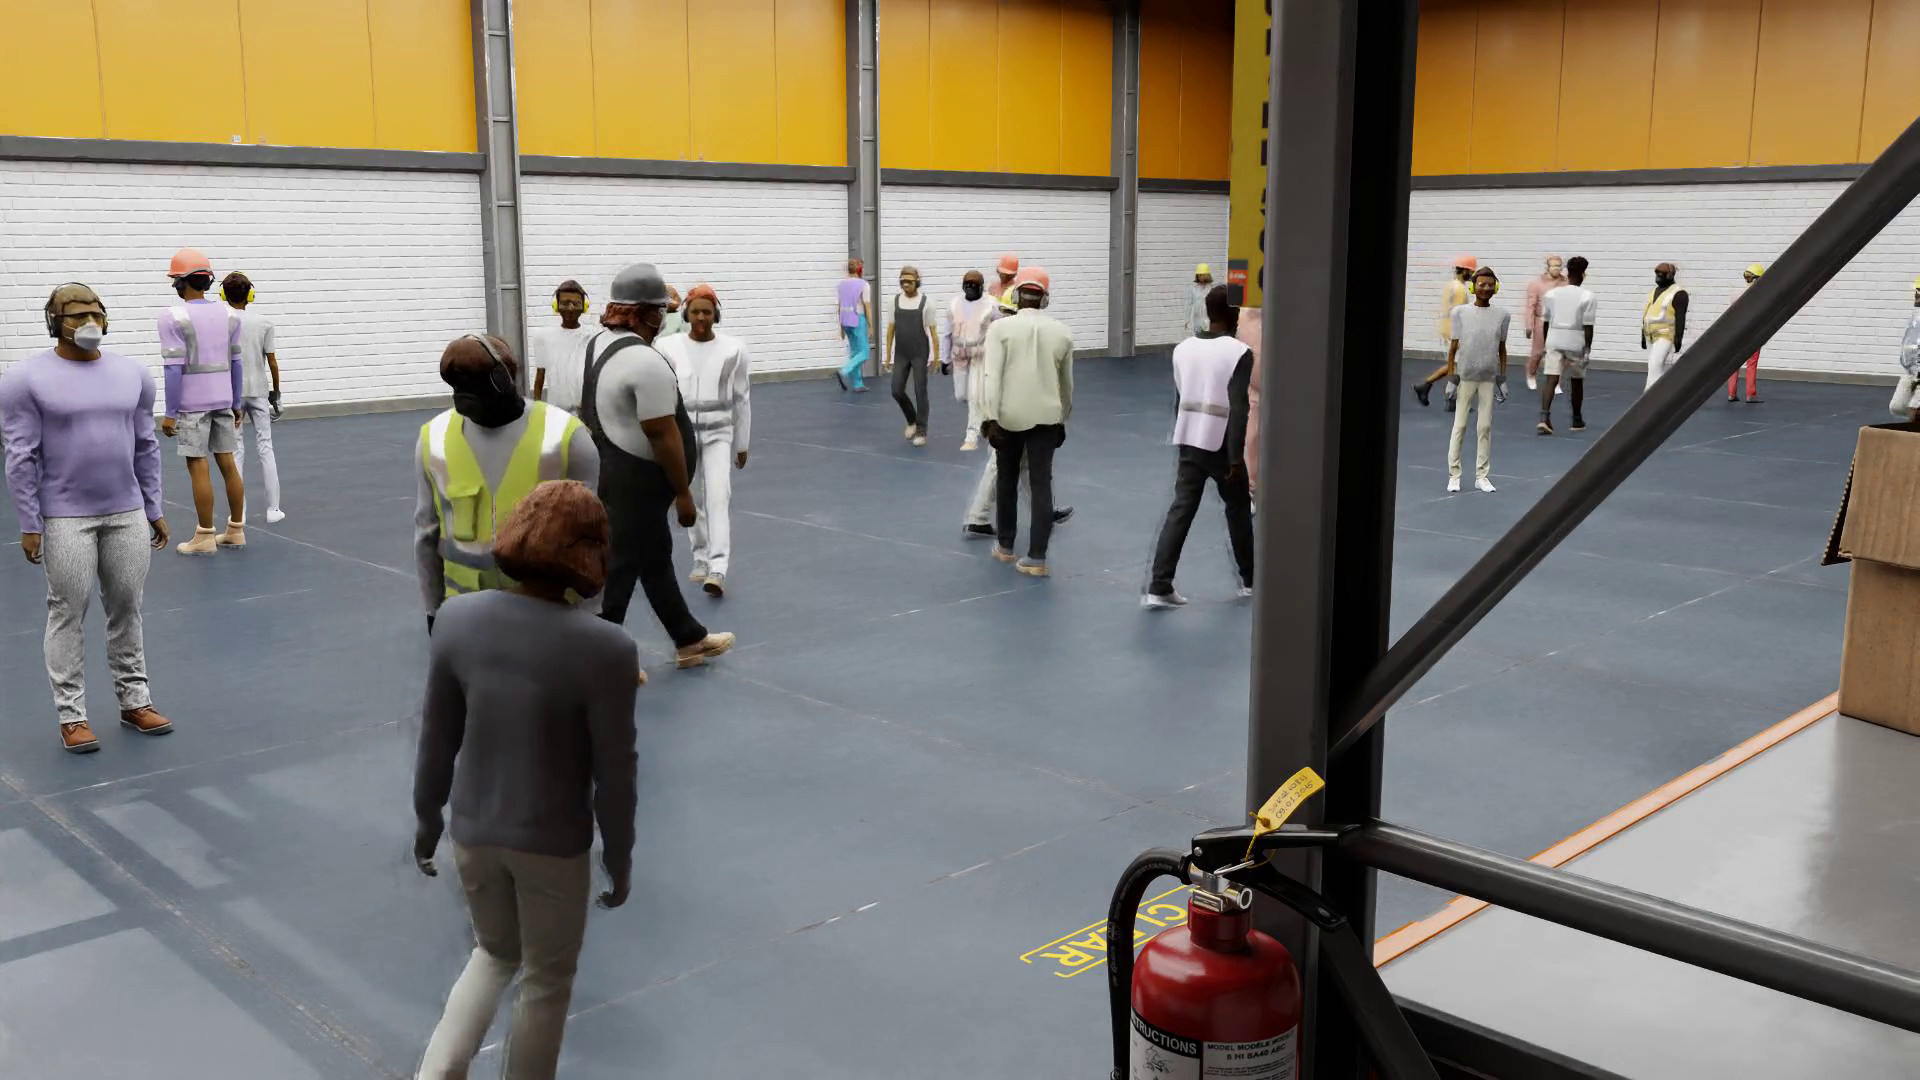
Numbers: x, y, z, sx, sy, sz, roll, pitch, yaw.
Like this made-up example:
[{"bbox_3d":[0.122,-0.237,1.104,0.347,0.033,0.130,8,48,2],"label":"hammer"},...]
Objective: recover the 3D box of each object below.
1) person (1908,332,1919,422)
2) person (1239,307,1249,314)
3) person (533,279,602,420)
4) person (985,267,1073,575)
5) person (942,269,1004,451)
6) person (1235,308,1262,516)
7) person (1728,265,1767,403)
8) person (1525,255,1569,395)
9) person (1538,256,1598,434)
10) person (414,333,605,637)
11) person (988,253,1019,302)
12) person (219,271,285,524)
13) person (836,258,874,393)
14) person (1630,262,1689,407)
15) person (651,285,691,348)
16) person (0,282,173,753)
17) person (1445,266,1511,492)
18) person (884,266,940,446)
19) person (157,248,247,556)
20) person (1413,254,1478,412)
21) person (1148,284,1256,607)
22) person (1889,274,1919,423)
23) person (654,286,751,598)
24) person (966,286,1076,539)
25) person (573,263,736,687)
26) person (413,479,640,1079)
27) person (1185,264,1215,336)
[{"bbox_3d":[8.265,-1.377,13.971,0.401,1.923,0.578,-6,12,-32],"label":"person"},{"bbox_3d":[3.082,-1.926,17.636,0.543,1.675,0.631,3,11,18],"label":"person"},{"bbox_3d":[-2.643,-0.851,11.320,0.524,1.848,0.778,-1,10,-5],"label":"person"},{"bbox_3d":[0.431,-0.776,10.691,0.626,1.920,0.942,-2,11,-13],"label":"person"},{"bbox_3d":[0.179,-1.818,16.731,0.645,1.812,0.780,5,11,25],"label":"person"},{"bbox_3d":[2.385,-1.127,12.804,0.651,1.867,0.981,3,11,18],"label":"person"},{"bbox_3d":[10.083,-2.630,21.258,0.327,1.760,0.523,-6,12,-31],"label":"person"},{"bbox_3d":[8.001,-2.940,22.647,0.652,1.875,0.901,0,10,1],"label":"person"},{"bbox_3d":[6.544,-2.102,17.970,0.607,1.923,1.001,8,13,37],"label":"person"},{"bbox_3d":[-1.507,0.204,5.638,0.649,1.817,0.526,-1,10,-4],"label":"person"},{"bbox_3d":[0.574,-2.208,18.466,0.648,1.944,0.690,-8,13,-36],"label":"person"},{"bbox_3d":[-5.294,-1.046,12.315,0.515,1.872,0.328,-5,11,-24],"label":"person"},{"bbox_3d":[-1.436,-2.880,22.419,0.588,1.830,0.615,10,14,43],"label":"person"},{"bbox_3d":[8.658,-2.498,20.408,0.835,1.813,0.630,-3,11,-14],"label":"person"},{"bbox_3d":[-2.948,-1.771,16.914,0.497,1.633,0.288,6,12,29],"label":"person"},{"bbox_3d":[-3.628,-0.099,6.963,0.372,1.940,0.631,8,13,37],"label":"person"},{"bbox_3d":[4.306,-1.327,13.845,0.509,1.873,0.328,0,10,2],"label":"person"},{"bbox_3d":[-0.486,-1.858,16.872,0.617,1.825,0.437,3,11,16],"label":"person"},{"bbox_3d":[-5.076,-0.914,11.123,0.373,2.043,0.614,5,11,25],"label":"person"},{"bbox_3d":[5.899,-2.475,19.998,0.638,1.912,0.578,1,10,6],"label":"person"},{"bbox_3d":[1.458,-0.544,9.630,1.032,1.855,0.599,-9,14,-41],"label":"person"},{"bbox_3d":[8.891,-1.577,15.354,0.418,1.812,0.597,0,10,0],"label":"person"},{"bbox_3d":[-1.558,-0.593,9.956,0.595,1.828,1.002,0,10,-1],"label":"person"},{"bbox_3d":[0.422,-0.904,11.795,0.941,1.784,0.597,-4,11,-21],"label":"person"},{"bbox_3d":[-1.421,-0.319,7.882,0.966,2.000,0.697,-7,12,-33],"label":"person"},{"bbox_3d":[-0.963,0.674,3.640,0.549,1.603,0.490,3,11,18],"label":"person"},{"bbox_3d":[3.659,-3.321,25.200,0.502,1.689,0.909,6,12,30],"label":"person"}]
